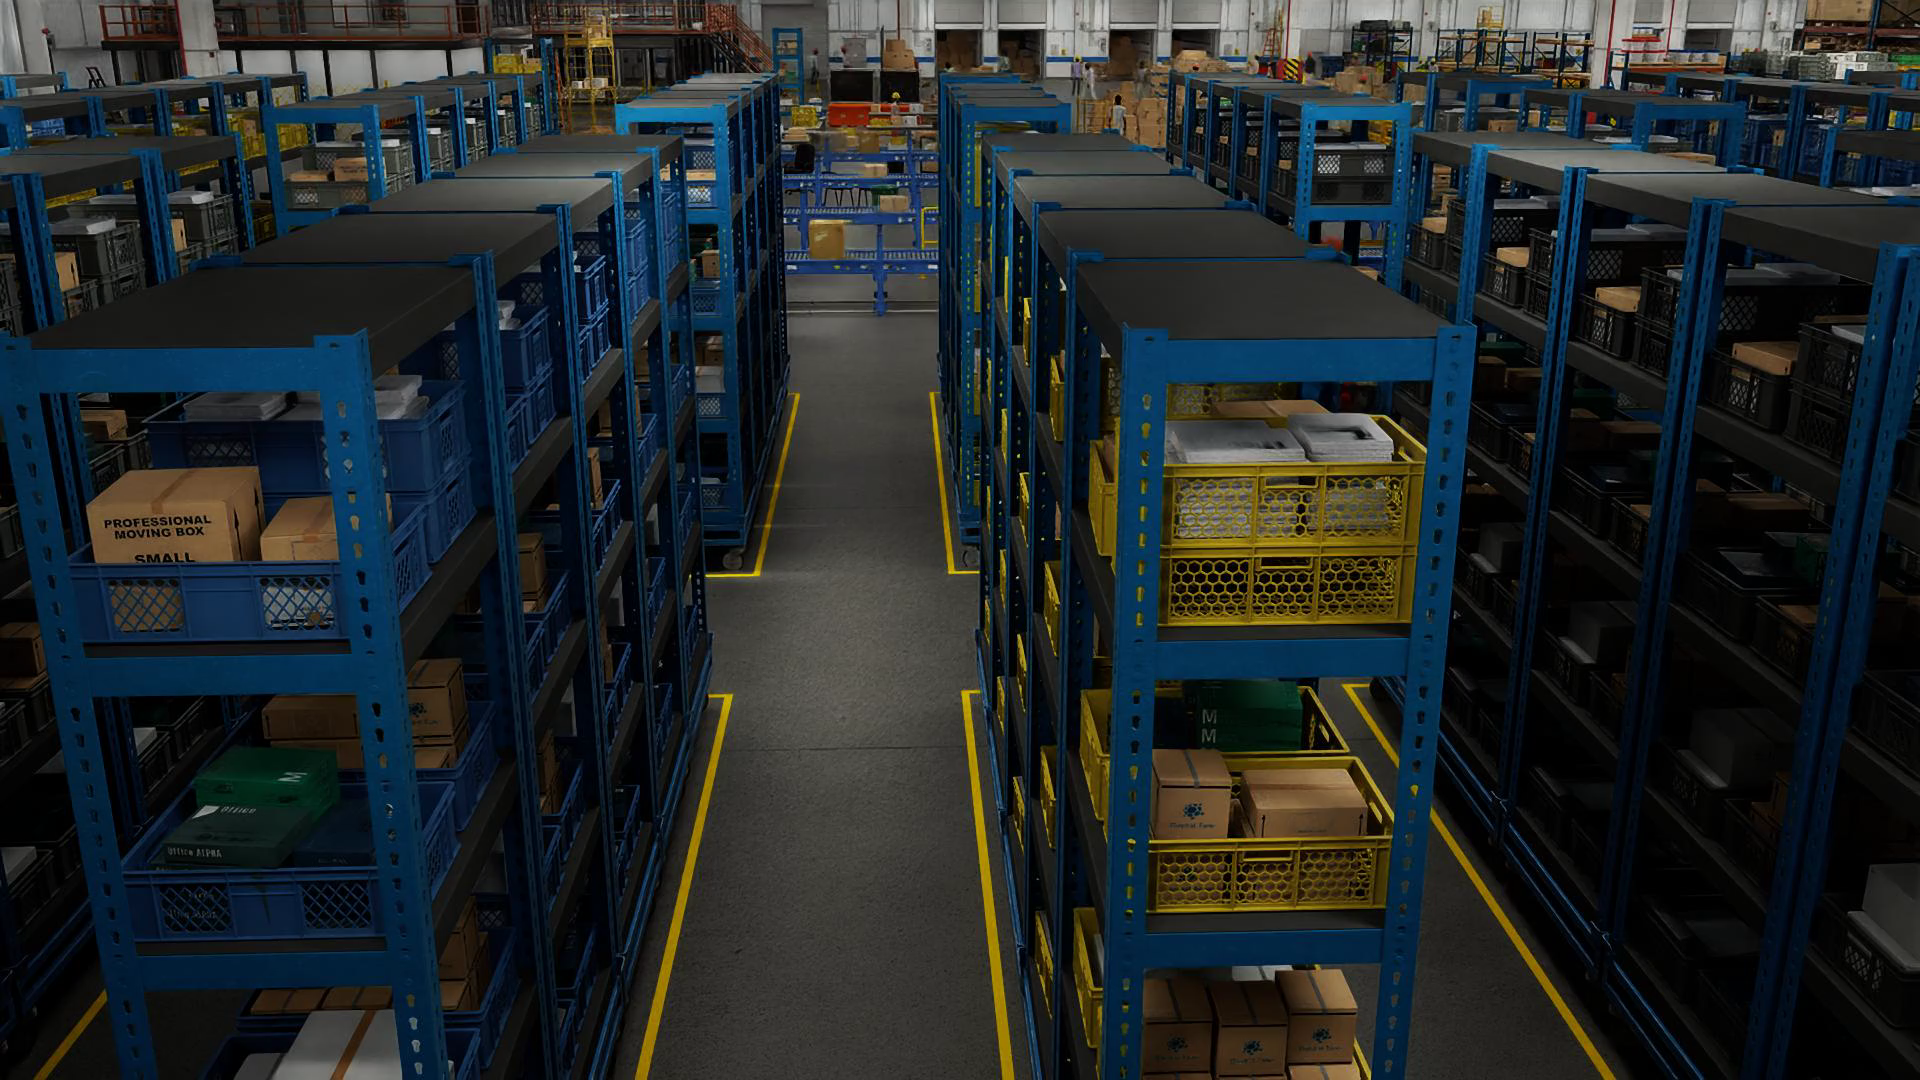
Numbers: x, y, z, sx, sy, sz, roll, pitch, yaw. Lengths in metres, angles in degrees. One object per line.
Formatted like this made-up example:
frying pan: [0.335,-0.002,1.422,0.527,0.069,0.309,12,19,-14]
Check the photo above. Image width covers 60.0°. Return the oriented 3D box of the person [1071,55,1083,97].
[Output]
person: [5.507,-21.847,78.408,0.589,1.923,0.391,2,18,7]

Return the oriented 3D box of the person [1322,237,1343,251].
person: [3.924,-2.215,17.606,0.634,1.949,0.961,-3,18,-8]

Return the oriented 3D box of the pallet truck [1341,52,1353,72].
pallet truck: [18.794,-23.123,82.231,0.823,1.965,1.885,-13,22,-35]

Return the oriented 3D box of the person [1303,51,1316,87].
person: [17.430,-23.346,82.953,0.495,1.979,0.620,-14,22,-36]

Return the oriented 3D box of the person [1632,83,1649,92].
person: [24.411,-15.853,59.783,0.362,1.963,0.613,-13,22,-36]

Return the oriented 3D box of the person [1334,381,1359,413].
person: [2.776,-0.273,11.797,0.781,1.824,0.572,1,18,4]

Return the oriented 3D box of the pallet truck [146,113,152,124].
pallet truck: [-18.087,-8.309,36.390,1.885,1.965,0.823,-1,18,-4]

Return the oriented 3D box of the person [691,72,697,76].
person: [-9.722,-16.324,61.380,0.500,1.873,0.609,4,18,13]

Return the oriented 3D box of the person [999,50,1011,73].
person: [2.464,-24.870,87.778,0.947,1.901,0.656,15,23,39]

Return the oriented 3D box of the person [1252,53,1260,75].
person: [14.781,-23.432,83.355,0.610,1.893,0.664,7,19,22]

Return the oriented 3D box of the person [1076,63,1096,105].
person: [5.579,-19.944,72.744,1.011,1.776,0.630,-10,20,-28]

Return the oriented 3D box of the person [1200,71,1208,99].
person: [8.441,-15.193,57.623,0.683,2.000,0.537,-2,18,-5]

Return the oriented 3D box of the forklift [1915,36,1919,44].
forklift: [50.200,-25.081,86.878,1.129,2.768,1.873,-10,20,-27]

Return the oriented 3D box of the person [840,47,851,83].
person: [-6.374,-26.284,92.064,0.754,1.954,0.651,-8,19,-22]

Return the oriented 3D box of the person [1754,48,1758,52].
person: [43.489,-25.951,91.080,0.550,1.937,0.357,1,18,4]

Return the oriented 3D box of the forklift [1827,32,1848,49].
forklift: [46.023,-25.321,87.619,1.129,2.768,1.873,-1,18,-2]

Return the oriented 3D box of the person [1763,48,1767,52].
person: [43.661,-25.743,90.434,0.635,1.936,0.355,9,20,25]

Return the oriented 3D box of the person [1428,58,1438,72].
person: [22.833,-22.427,80.499,0.483,1.736,0.311,17,24,42]

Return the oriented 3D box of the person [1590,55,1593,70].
person: [35.026,-26.056,91.516,0.578,1.862,0.580,-12,21,-32]

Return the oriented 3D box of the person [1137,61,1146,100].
person: [8.072,-20.287,73.730,0.557,1.825,0.647,16,24,41]

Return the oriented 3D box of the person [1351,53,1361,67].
person: [20.997,-24.848,88.002,0.595,1.724,0.723,-10,20,-27]

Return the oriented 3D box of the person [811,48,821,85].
person: [-7.851,-25.816,90.707,0.672,1.903,0.571,-4,18,-13]

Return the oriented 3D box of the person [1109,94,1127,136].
person: [4.373,-11.399,46.158,0.538,1.869,0.313,7,19,22]

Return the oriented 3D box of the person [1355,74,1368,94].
person: [13.900,-15.186,57.786,0.506,1.923,0.559,-7,19,-20]

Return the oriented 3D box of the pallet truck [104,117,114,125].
pallet truck: [-18.367,-7.885,35.078,1.885,1.965,0.823,1,18,2]

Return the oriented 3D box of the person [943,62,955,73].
person: [-0.575,-20.126,73.272,0.655,1.795,0.958,14,22,36]

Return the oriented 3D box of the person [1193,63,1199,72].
person: [9.273,-17.779,65.647,0.601,2.035,0.410,6,19,17]

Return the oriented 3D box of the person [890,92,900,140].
person: [-1.900,-12.345,49.252,0.310,1.769,0.523,-6,19,-19]
